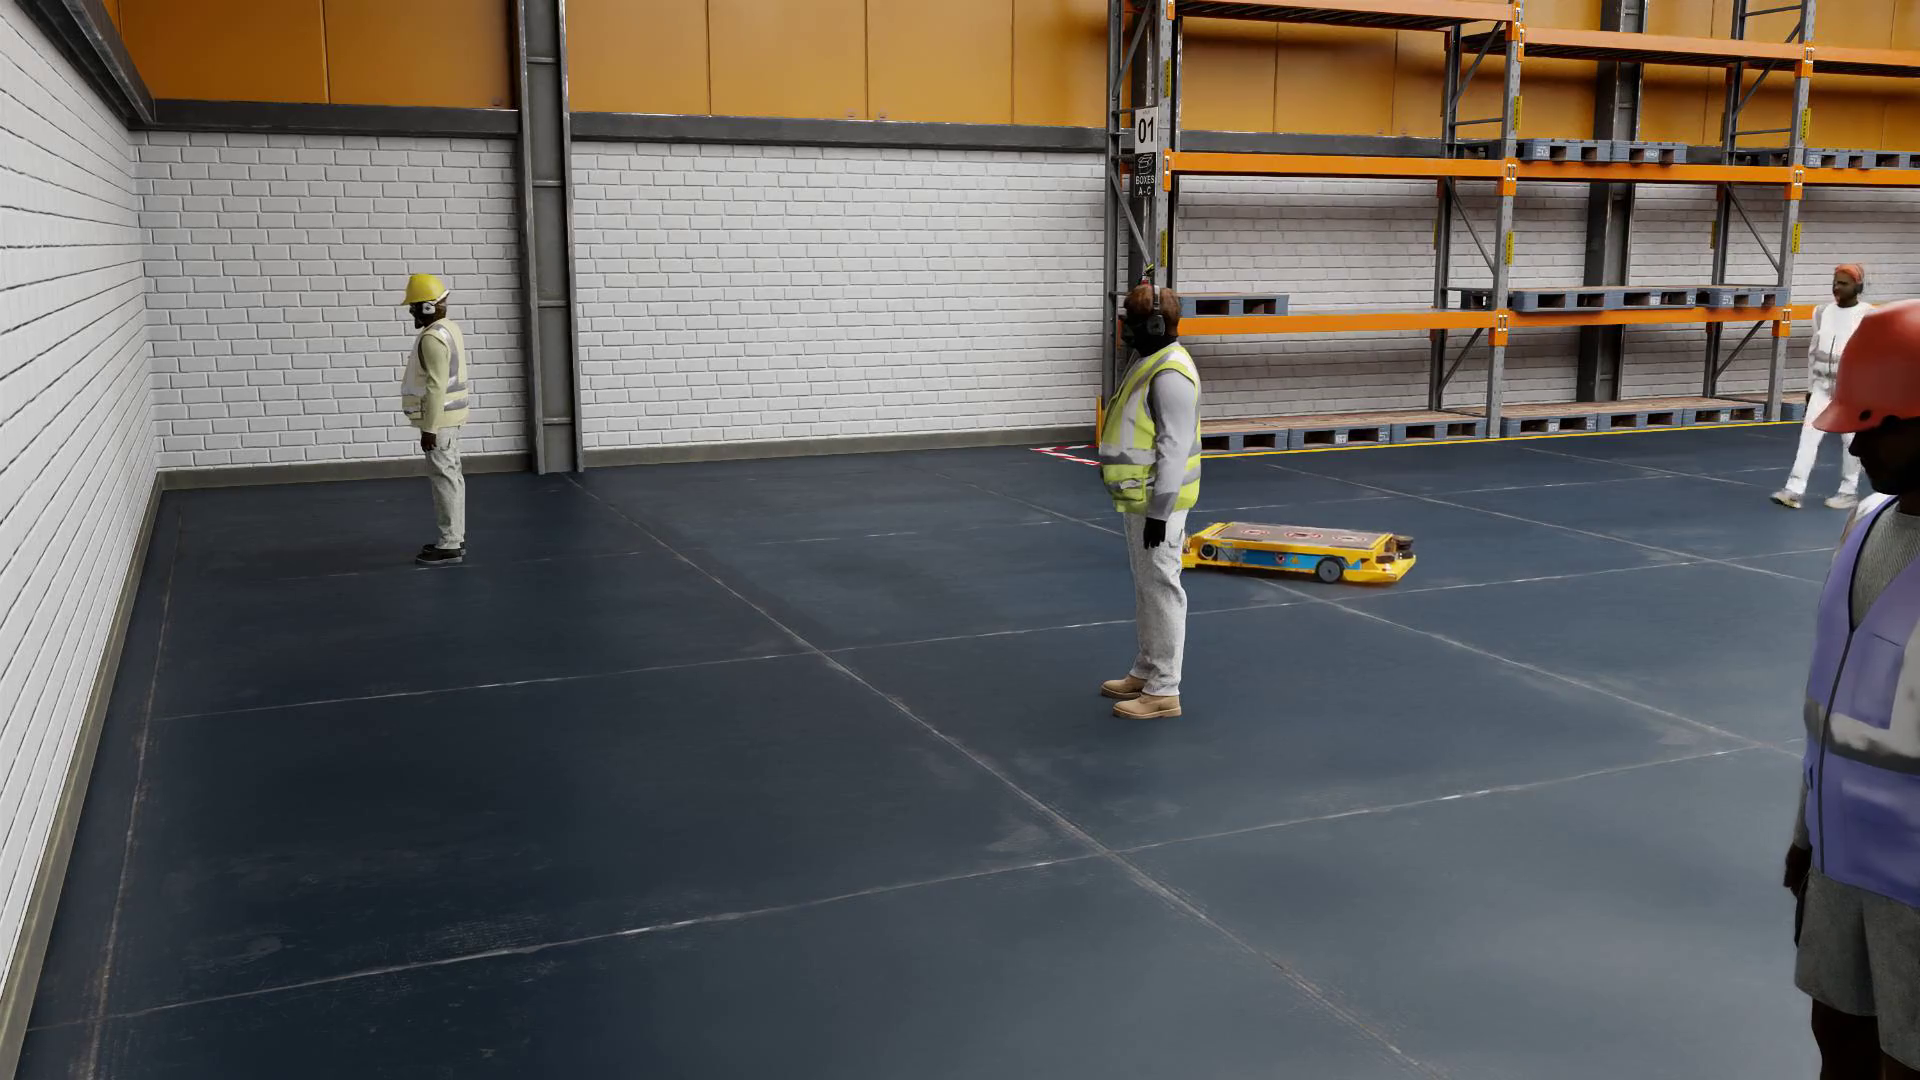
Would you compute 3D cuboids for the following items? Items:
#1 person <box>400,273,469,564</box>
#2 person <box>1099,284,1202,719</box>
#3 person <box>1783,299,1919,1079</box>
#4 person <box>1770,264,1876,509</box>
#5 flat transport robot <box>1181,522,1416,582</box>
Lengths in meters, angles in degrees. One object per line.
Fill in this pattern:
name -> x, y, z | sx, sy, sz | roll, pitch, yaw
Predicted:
person -> -3.312, -0.763, 10.510 | 0.404, 1.827, 0.586 | -1, 10, -8
person -> 0.807, -0.162, 7.117 | 0.429, 1.845, 0.621 | 0, 10, -1
person -> 1.611, 0.553, 2.897 | 0.372, 1.928, 0.543 | -1, 10, -4
person -> 6.521, -1.128, 12.461 | 0.905, 1.847, 0.614 | -6, 12, -31
flat transport robot -> 2.030, 0.060, 10.257 | 1.431, 0.197, 0.652 | 5, 11, 24
